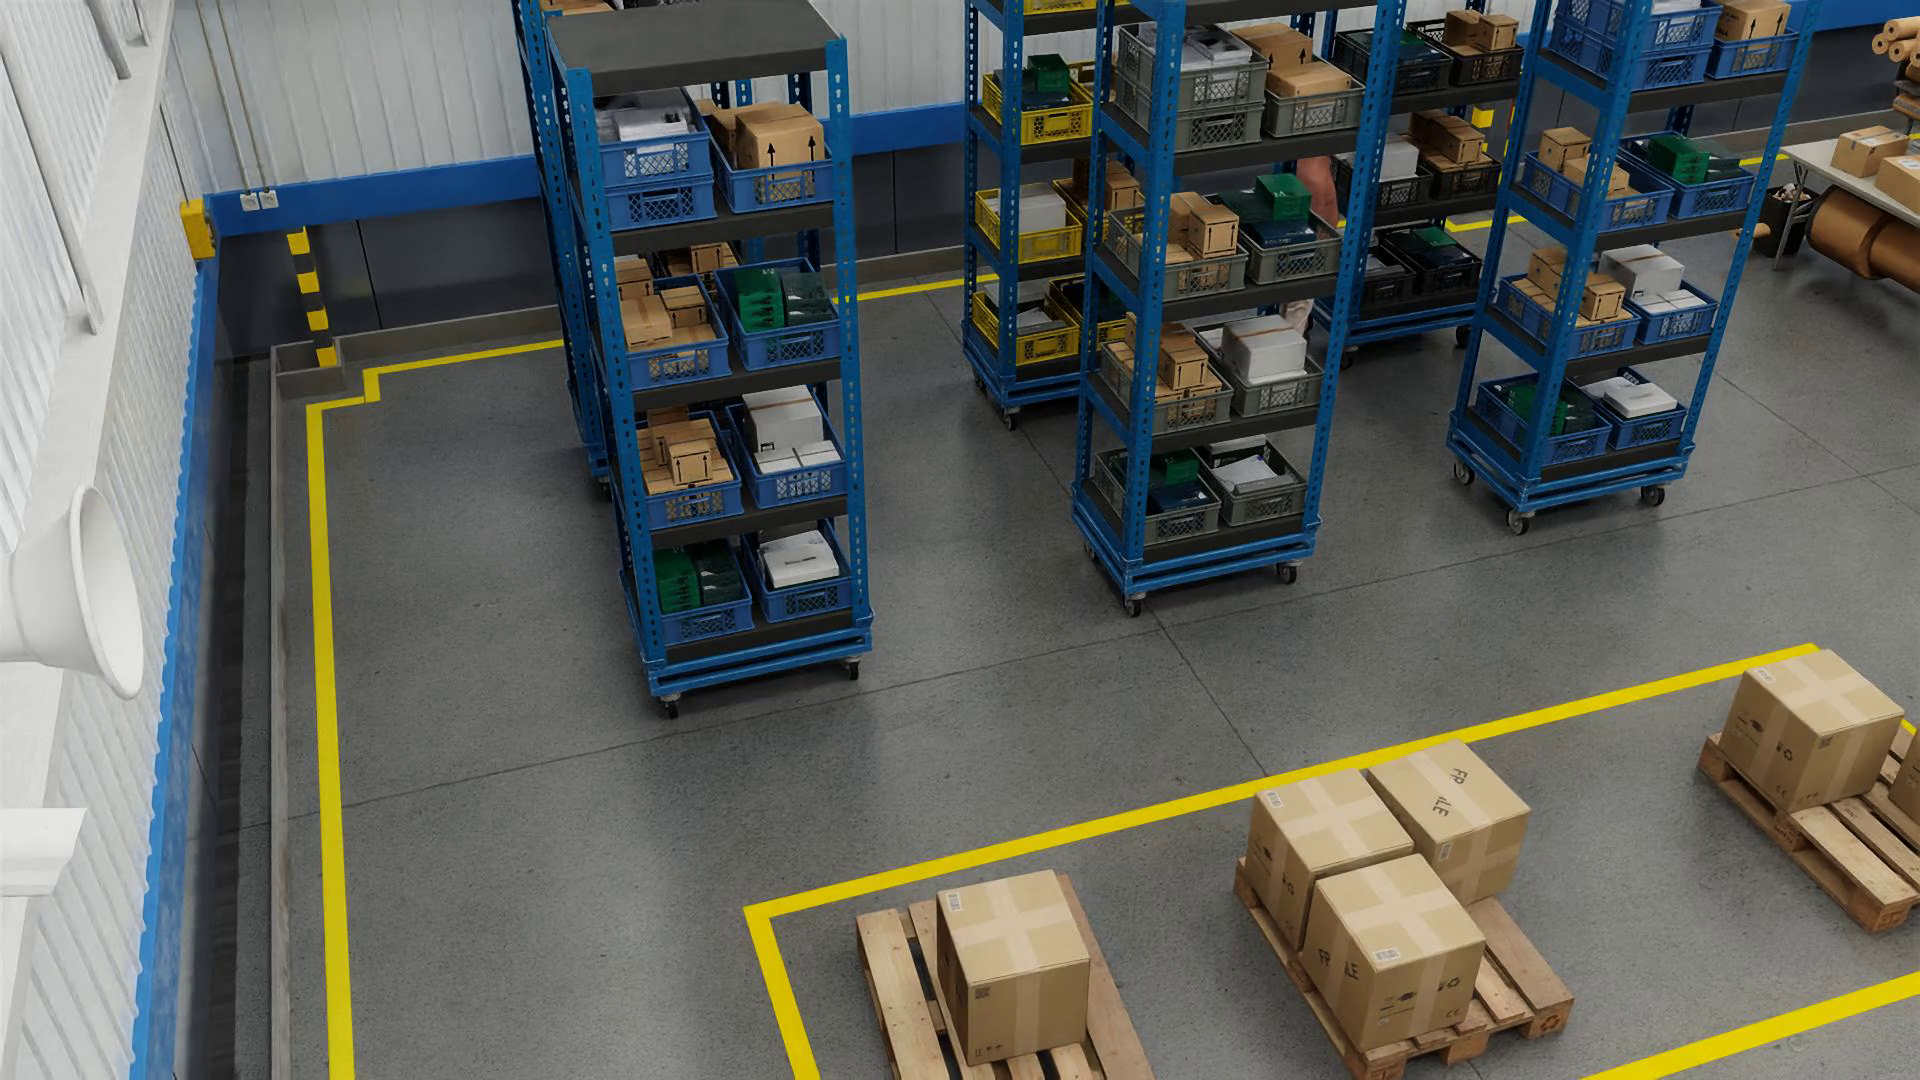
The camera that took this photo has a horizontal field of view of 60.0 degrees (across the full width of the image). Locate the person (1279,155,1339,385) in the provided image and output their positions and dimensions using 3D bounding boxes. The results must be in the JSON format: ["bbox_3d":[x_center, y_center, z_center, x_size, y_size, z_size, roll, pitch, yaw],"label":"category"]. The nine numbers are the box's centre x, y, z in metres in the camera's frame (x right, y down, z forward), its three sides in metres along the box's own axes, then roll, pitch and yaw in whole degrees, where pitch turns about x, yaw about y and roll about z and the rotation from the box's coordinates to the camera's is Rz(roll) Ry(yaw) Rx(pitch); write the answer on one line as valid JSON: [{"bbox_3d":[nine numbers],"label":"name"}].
[{"bbox_3d":[2.388,-2.004,11.386,0.370,1.996,0.622,1,35,1],"label":"person"}]
